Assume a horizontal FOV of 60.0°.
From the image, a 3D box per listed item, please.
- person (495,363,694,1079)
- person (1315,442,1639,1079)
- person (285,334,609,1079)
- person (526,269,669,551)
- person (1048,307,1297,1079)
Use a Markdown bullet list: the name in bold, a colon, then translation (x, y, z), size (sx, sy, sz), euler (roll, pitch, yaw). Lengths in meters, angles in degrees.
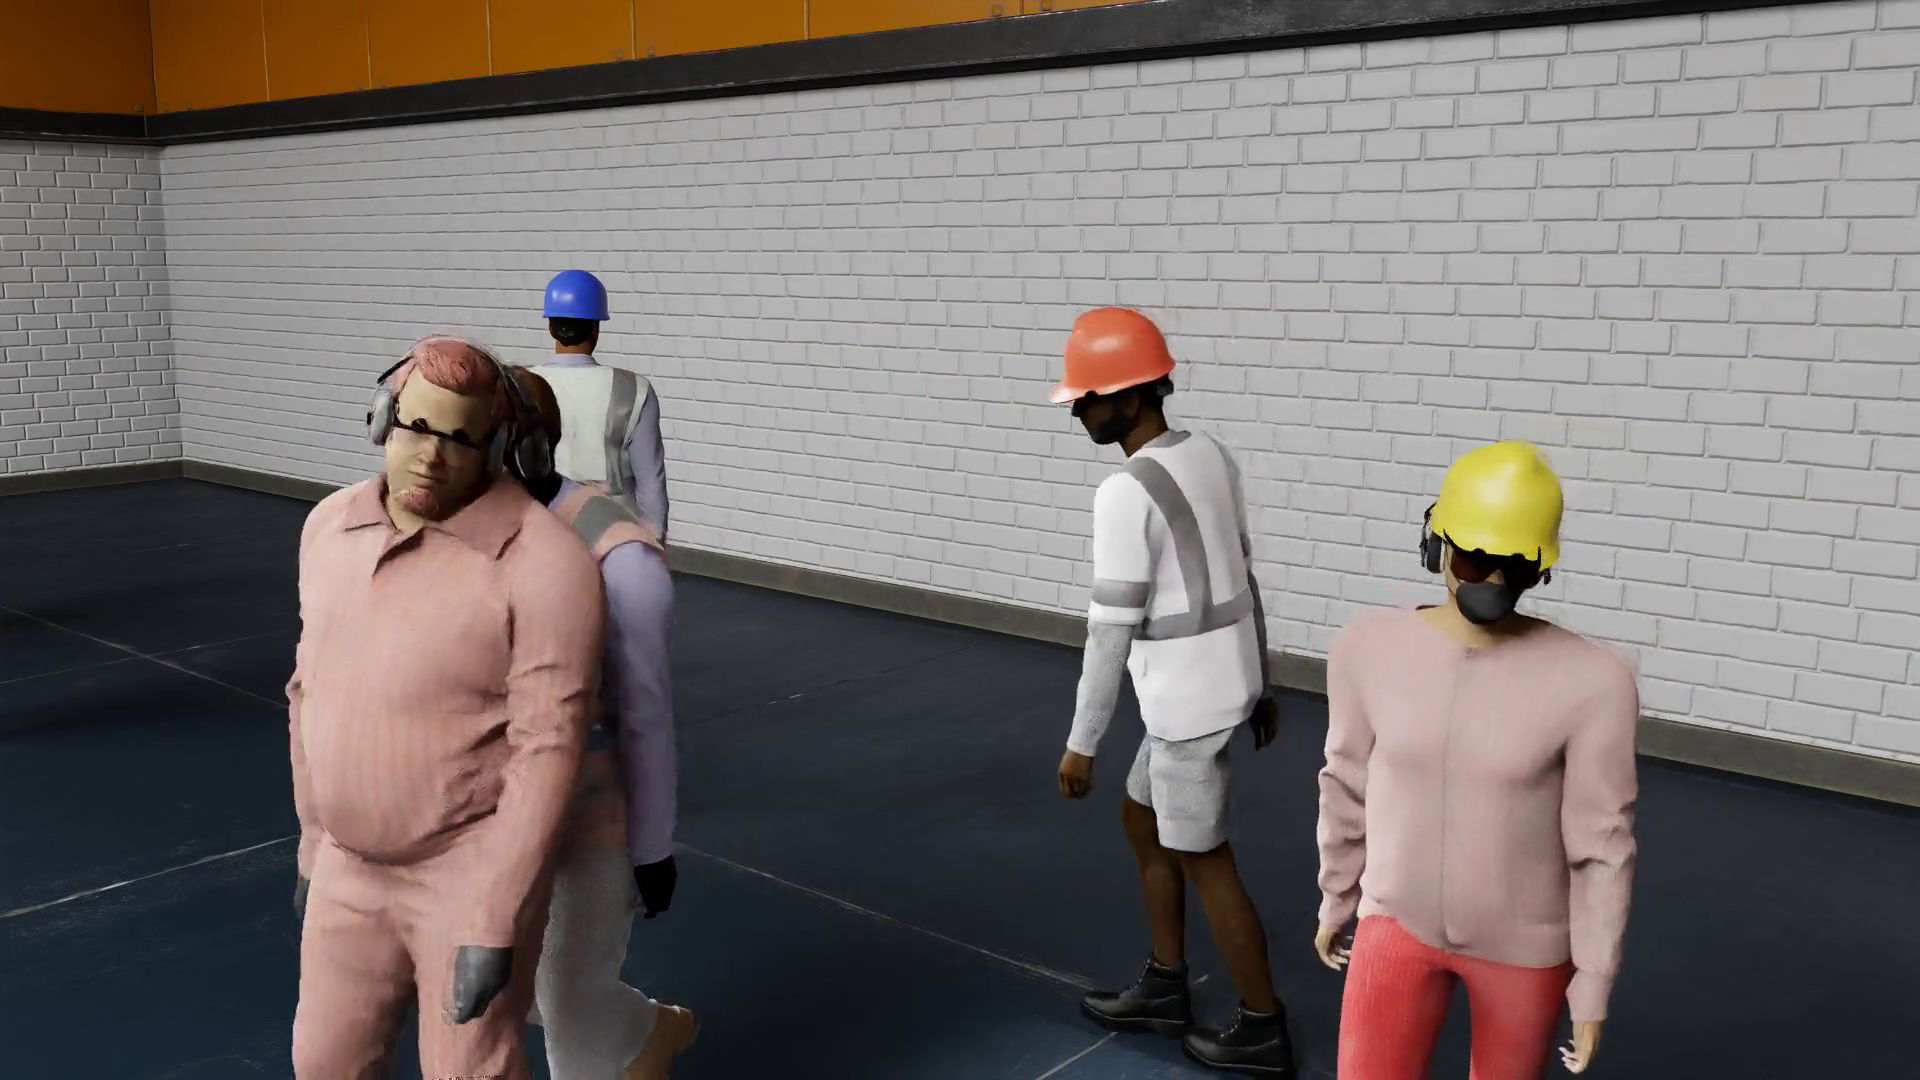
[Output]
- **person**: translation (-0.780, 0.530, 3.419), size (0.643, 1.817, 0.630), euler (6, 12, 32)
- **person**: translation (0.822, 0.691, 2.780), size (0.542, 1.707, 0.899), euler (5, 11, 27)
- **person**: translation (-0.993, 0.585, 2.987), size (0.769, 1.861, 0.427), euler (5, 11, 27)
- **person**: translation (-1.330, 0.031, 5.864), size (0.610, 1.946, 0.405), euler (-1, 10, -3)
- **person**: translation (0.514, 0.391, 4.006), size (0.703, 1.878, 0.574), euler (5, 11, 28)
